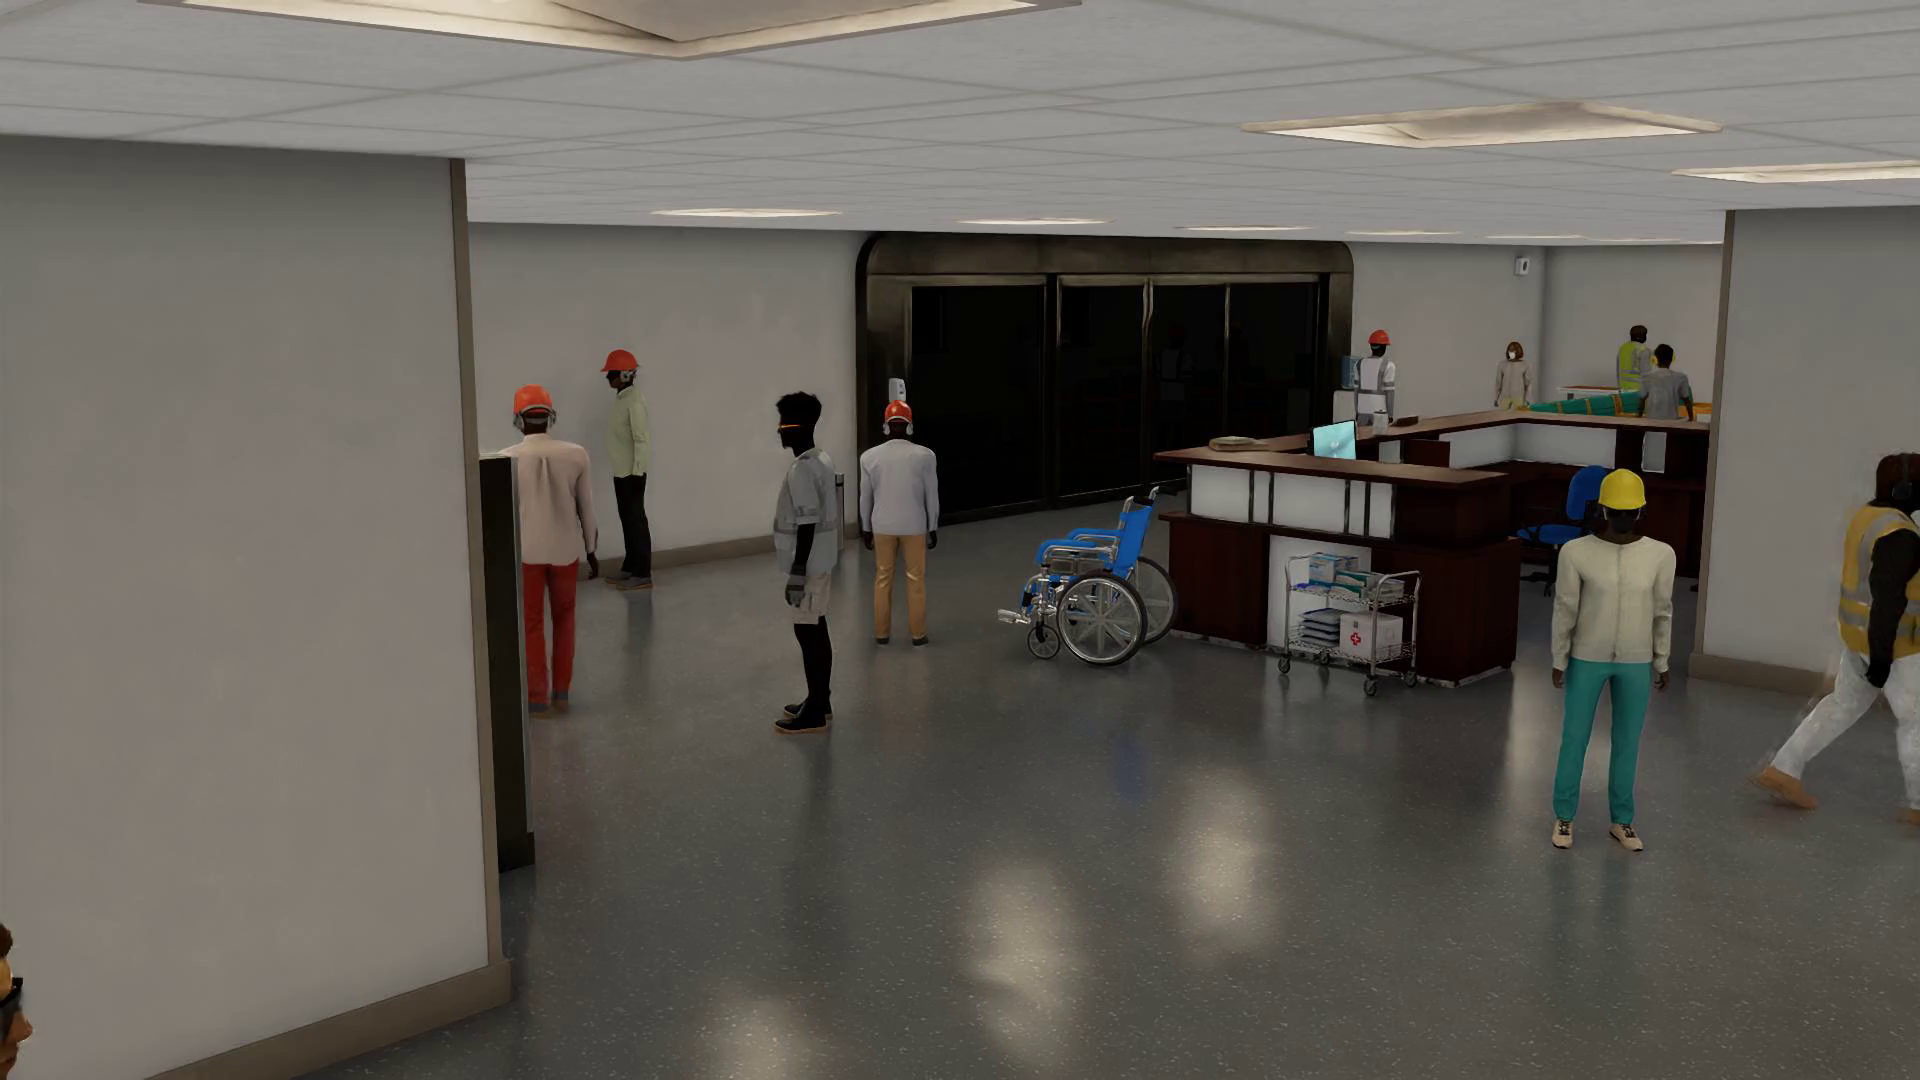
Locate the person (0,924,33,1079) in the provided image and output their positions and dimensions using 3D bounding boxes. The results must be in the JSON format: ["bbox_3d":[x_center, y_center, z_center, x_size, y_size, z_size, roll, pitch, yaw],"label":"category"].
[{"bbox_3d":[-1.320,1.385,2.340,0.944,1.799,0.517,-2,9,-10],"label":"person"}]

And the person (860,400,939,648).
[{"bbox_3d":[-0.422,-0.111,11.697,0.564,1.743,0.352,1,9,7],"label":"person"}]

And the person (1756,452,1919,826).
[{"bbox_3d":[4.373,0.466,7.985,0.930,1.808,0.634,3,10,15],"label":"person"}]

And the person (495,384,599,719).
[{"bbox_3d":[-2.487,0.069,9.855,0.660,1.978,0.458,-5,10,-27],"label":"person"}]

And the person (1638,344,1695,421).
[{"bbox_3d":[7.846,-1.246,18.421,0.580,1.825,0.875,8,12,39],"label":"person"}]

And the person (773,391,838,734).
[{"bbox_3d":[-0.889,0.127,9.555,0.361,1.964,0.613,1,9,5],"label":"person"}]

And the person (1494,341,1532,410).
[{"bbox_3d":[7.847,-2.000,23.621,0.507,1.631,0.265,6,11,33],"label":"person"}]

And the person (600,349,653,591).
[{"bbox_3d":[-2.767,-0.582,13.812,0.386,1.992,0.624,-5,10,-26],"label":"person"}]

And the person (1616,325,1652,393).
[{"bbox_3d":[9.858,-2.215,24.304,0.430,1.845,0.623,-2,10,-14],"label":"person"}]

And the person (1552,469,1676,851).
[{"bbox_3d":[2.967,0.551,7.572,0.533,1.767,0.326,1,9,7],"label":"person"}]

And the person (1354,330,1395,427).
[{"bbox_3d":[5.010,-1.567,20.079,0.393,1.929,0.546,-9,13,-44],"label":"person"}]
